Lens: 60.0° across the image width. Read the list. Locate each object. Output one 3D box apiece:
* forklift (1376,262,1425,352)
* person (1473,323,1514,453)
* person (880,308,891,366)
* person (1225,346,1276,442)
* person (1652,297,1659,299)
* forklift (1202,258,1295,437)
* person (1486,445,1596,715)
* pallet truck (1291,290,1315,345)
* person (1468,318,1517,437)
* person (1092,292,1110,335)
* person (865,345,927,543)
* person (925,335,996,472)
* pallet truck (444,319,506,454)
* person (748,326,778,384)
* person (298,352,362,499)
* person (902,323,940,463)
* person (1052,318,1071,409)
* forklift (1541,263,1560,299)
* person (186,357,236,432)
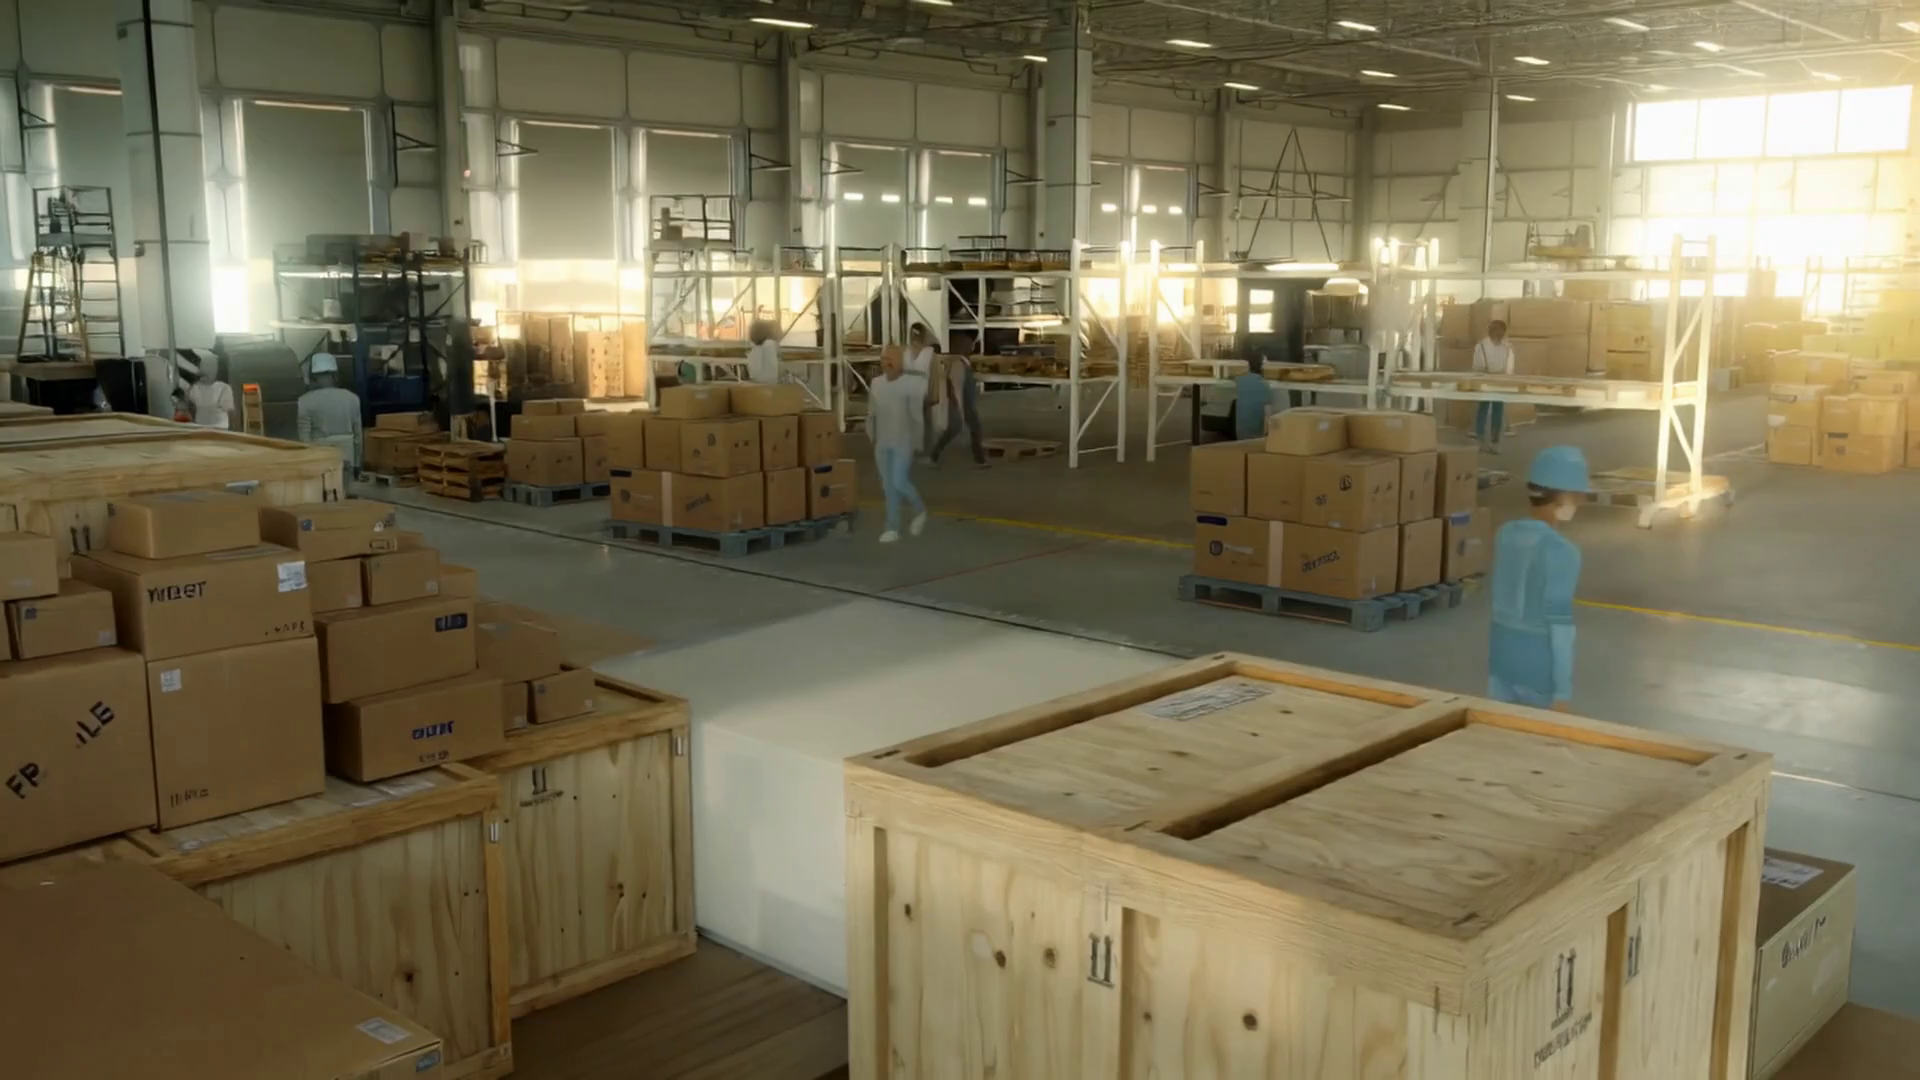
[{"bbox_3d":[10.955,-5.642,42.140,1.129,2.768,1.873,-2,9,-9],"label":"forklift"},{"bbox_3d":[7.687,-2.188,24.006,0.584,1.882,0.337,0,9,3],"label":"person"},{"bbox_3d":[-1.981,-5.343,44.130,0.313,1.634,0.515,1,9,7],"label":"person"},{"bbox_3d":[3.094,-1.103,17.421,0.476,1.854,0.527,-5,10,-27],"label":"person"},{"bbox_3d":[18.194,-5.400,43.558,0.630,1.931,0.357,-7,11,-36],"label":"person"},{"bbox_3d":[4.848,-3.125,26.705,1.129,2.768,1.873,9,13,43],"label":"forklift"},{"bbox_3d":[2.455,0.551,7.100,0.405,1.924,0.543,-3,10,-15],"label":"person"},{"bbox_3d":[11.297,-6.951,52.861,1.885,1.965,0.823,-5,11,-29],"label":"pallet truck"},{"bbox_3d":[8.399,-2.537,26.118,0.991,1.902,0.645,-4,10,-23],"label":"person"},{"bbox_3d":[4.354,-6.689,51.474,0.544,1.930,0.388,1,9,5],"label":"person"},{"bbox_3d":[-0.626,-0.933,16.174,0.627,1.927,0.482,7,12,38],"label":"person"},{"bbox_3d":[-0.021,-1.788,21.809,0.934,1.813,0.523,4,10,21],"label":"person"},{"bbox_3d":[-6.981,-1.942,22.150,1.885,1.965,0.823,1,9,9],"label":"pallet truck"},{"bbox_3d":[-3.071,-2.316,25.052,0.928,1.788,0.642,-5,11,-29],"label":"person"},{"bbox_3d":[-5.601,-0.702,14.792,0.399,1.922,0.592,7,12,36],"label":"person"},{"bbox_3d":[-0.541,-2.022,22.886,0.597,1.916,0.370,7,11,35],"label":"person"},{"bbox_3d":[1.991,-3.335,31.490,0.484,1.739,0.320,-2,9,-13],"label":"person"},{"bbox_3d":[16.241,-6.265,45.955,1.873,2.768,1.129,3,10,17],"label":"forklift"},{"bbox_3d":[-8.488,-1.241,18.905,0.539,1.685,0.748,-2,9,-10],"label":"person"}]
